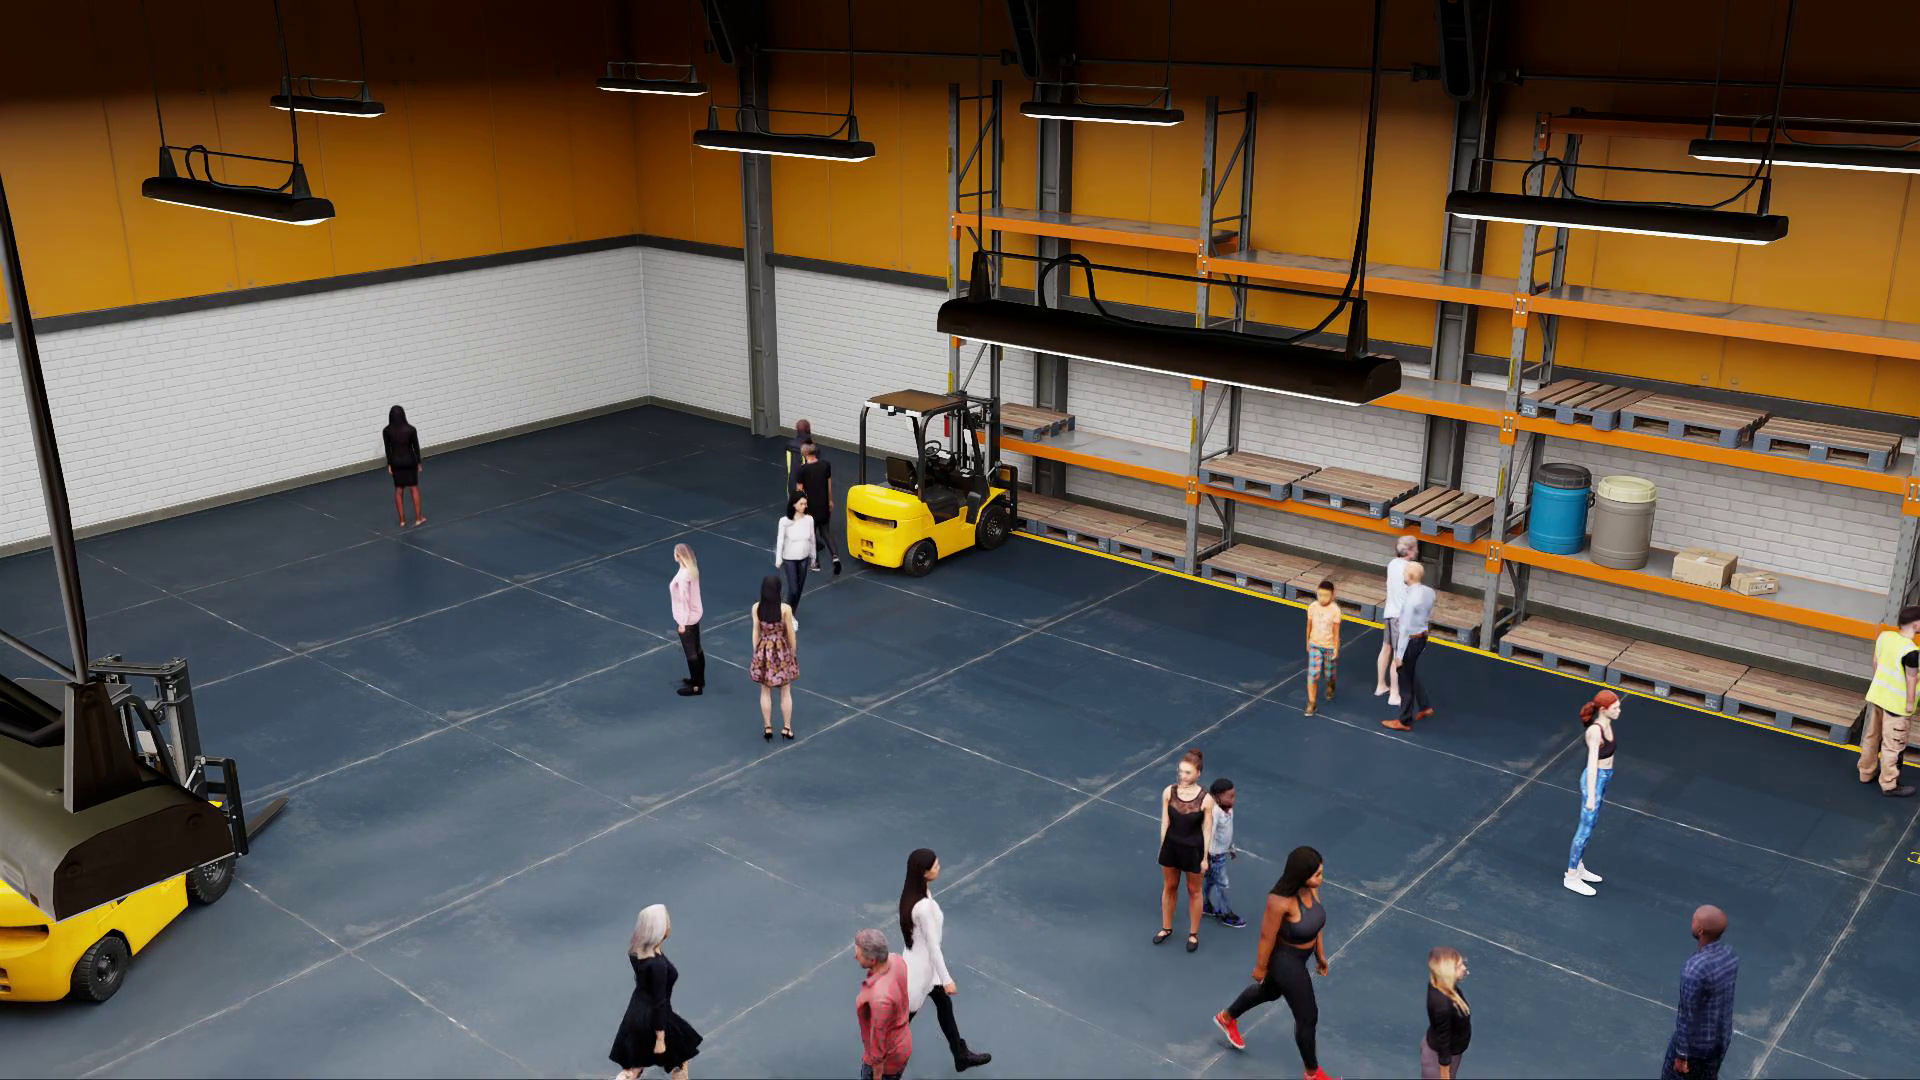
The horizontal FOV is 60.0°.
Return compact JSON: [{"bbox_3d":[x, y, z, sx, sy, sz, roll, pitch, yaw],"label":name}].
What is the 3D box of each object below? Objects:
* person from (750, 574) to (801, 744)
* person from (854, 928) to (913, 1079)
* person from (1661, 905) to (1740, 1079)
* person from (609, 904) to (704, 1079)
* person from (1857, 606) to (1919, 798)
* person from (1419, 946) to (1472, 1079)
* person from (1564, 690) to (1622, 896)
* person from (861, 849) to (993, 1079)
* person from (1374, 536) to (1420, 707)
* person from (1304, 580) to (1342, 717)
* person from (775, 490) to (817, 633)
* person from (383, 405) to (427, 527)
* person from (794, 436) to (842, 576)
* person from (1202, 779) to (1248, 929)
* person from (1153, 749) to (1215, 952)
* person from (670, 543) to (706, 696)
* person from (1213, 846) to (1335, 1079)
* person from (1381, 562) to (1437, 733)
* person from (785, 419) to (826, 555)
[{"bbox_3d":[-1.856,1.176,16.581,0.785,1.775,0.864,1,19,3],"label":"person"},{"bbox_3d":[-0.382,3.229,10.440,1.096,1.804,0.964,6,20,18],"label":"person"},{"bbox_3d":[4.790,3.193,10.567,0.837,1.792,1.077,-12,22,-32],"label":"person"},{"bbox_3d":[-2.064,3.189,10.714,0.779,1.705,1.112,-14,23,-36],"label":"person"},{"bbox_3d":[8.752,1.483,15.558,0.914,1.847,0.851,-3,19,-8],"label":"person"},{"bbox_3d":[2.992,3.293,10.458,0.693,1.672,0.678,3,19,8],"label":"person"},{"bbox_3d":[5.299,2.079,13.888,0.593,1.784,0.604,11,22,30],"label":"person"},{"bbox_3d":[-0.360,2.957,11.312,1.179,1.763,1.134,-2,19,-7],"label":"person"},{"bbox_3d":[4.623,0.824,17.540,0.800,1.830,0.688,-5,19,-15],"label":"person"},{"bbox_3d":[3.808,1.094,17.348,0.883,1.441,0.743,7,20,21],"label":"person"},{"bbox_3d":[-1.967,0.210,19.600,0.717,1.680,0.715,-11,21,-29],"label":"person"},{"bbox_3d":[-7.788,-1.052,23.282,0.671,1.721,0.705,-3,19,-10],"label":"person"},{"bbox_3d":[-1.793,-0.412,21.192,0.925,1.843,1.149,-9,21,-26],"label":"person"},{"bbox_3d":[2.024,2.497,13.488,0.725,1.247,0.571,9,21,26],"label":"person"},{"bbox_3d":[1.773,2.421,13.047,0.571,1.673,0.686,9,21,25],"label":"person"},{"bbox_3d":[-2.883,0.829,17.752,0.710,1.687,0.687,2,19,6],"label":"person"},{"bbox_3d":[2.179,2.886,11.523,1.290,1.763,0.709,13,23,34],"label":"person"},{"bbox_3d":[4.643,1.097,16.813,0.725,1.778,0.719,12,22,32],"label":"person"},{"bbox_3d":[-2.085,-0.728,22.168,0.629,1.819,0.804,14,23,35],"label":"person"}]
